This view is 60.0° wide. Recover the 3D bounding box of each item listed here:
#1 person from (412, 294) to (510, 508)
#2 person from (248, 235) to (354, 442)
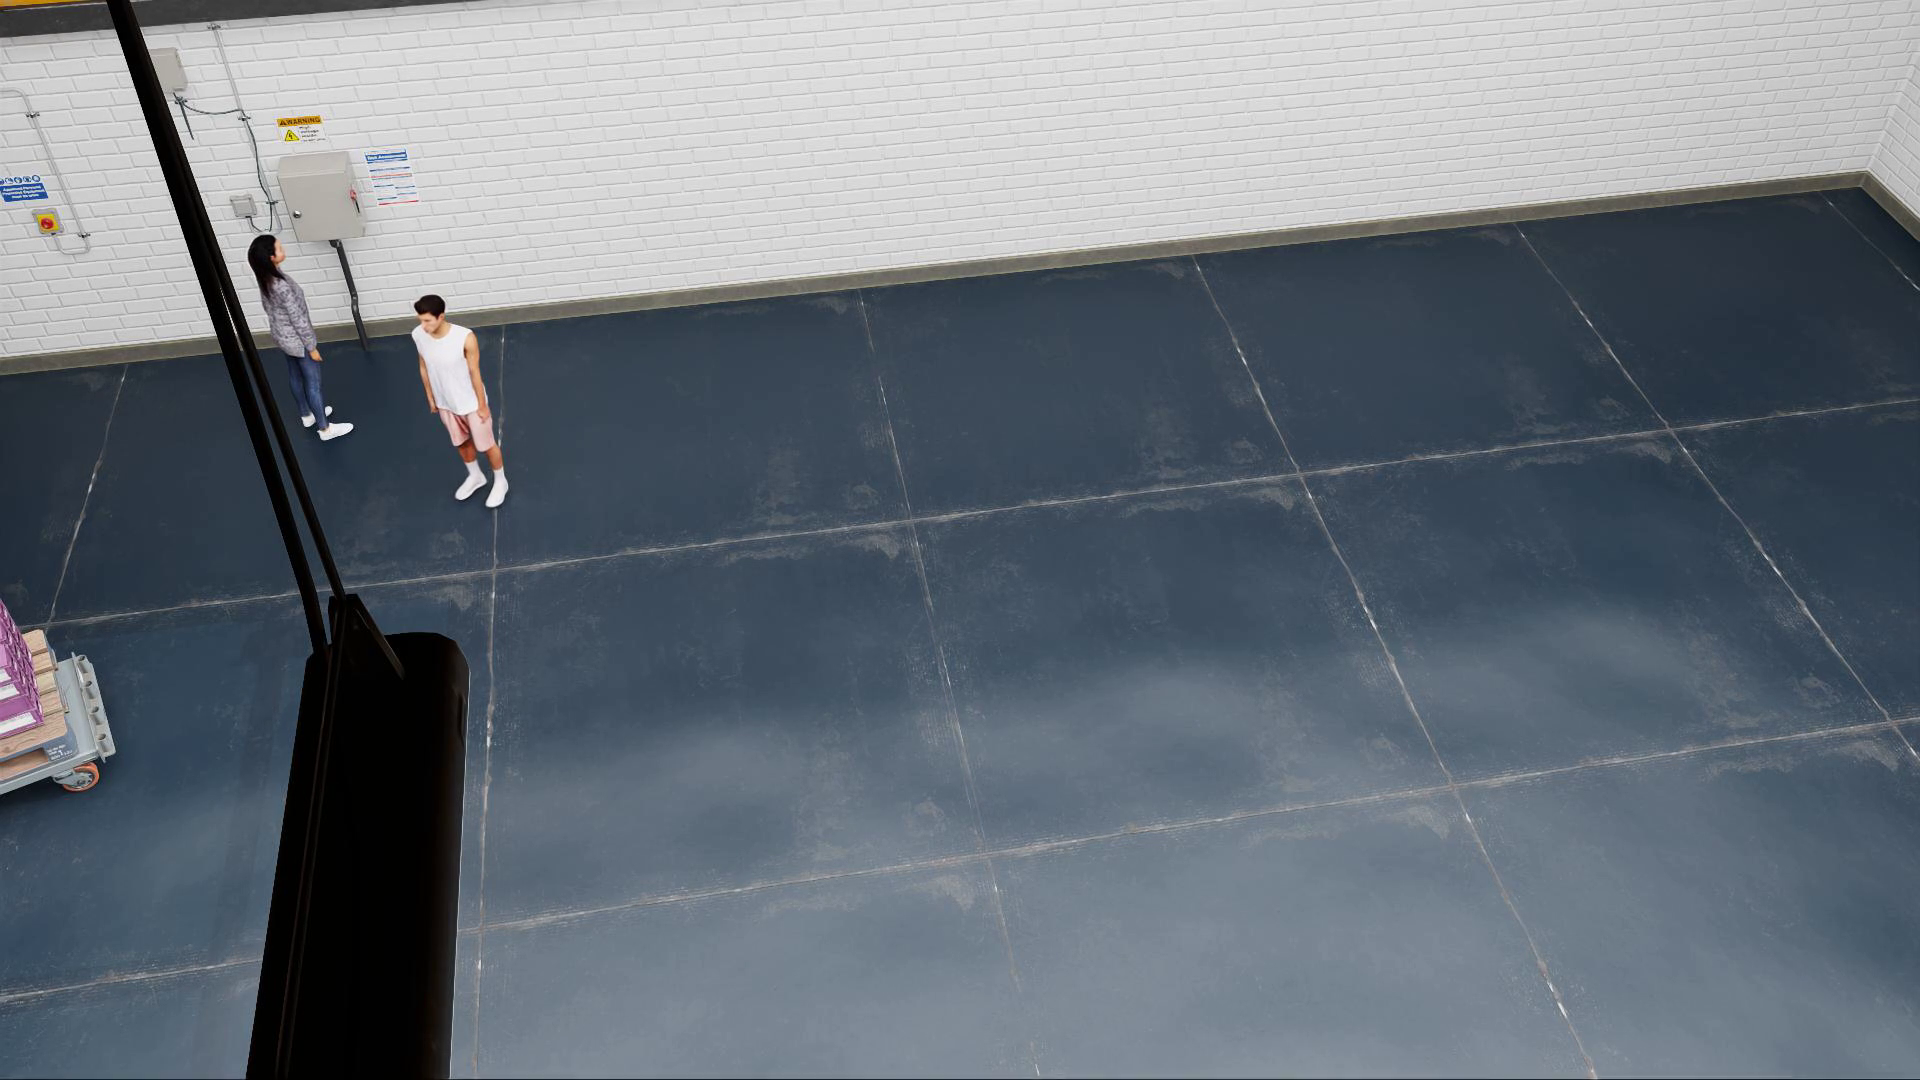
[{"bbox_3d":[-3.526,-1.017,11.787,0.734,1.779,0.733,12,45,12],"label":"person"},{"bbox_3d":[-4.948,-1.517,12.347,0.655,1.732,0.754,34,53,30],"label":"person"}]
